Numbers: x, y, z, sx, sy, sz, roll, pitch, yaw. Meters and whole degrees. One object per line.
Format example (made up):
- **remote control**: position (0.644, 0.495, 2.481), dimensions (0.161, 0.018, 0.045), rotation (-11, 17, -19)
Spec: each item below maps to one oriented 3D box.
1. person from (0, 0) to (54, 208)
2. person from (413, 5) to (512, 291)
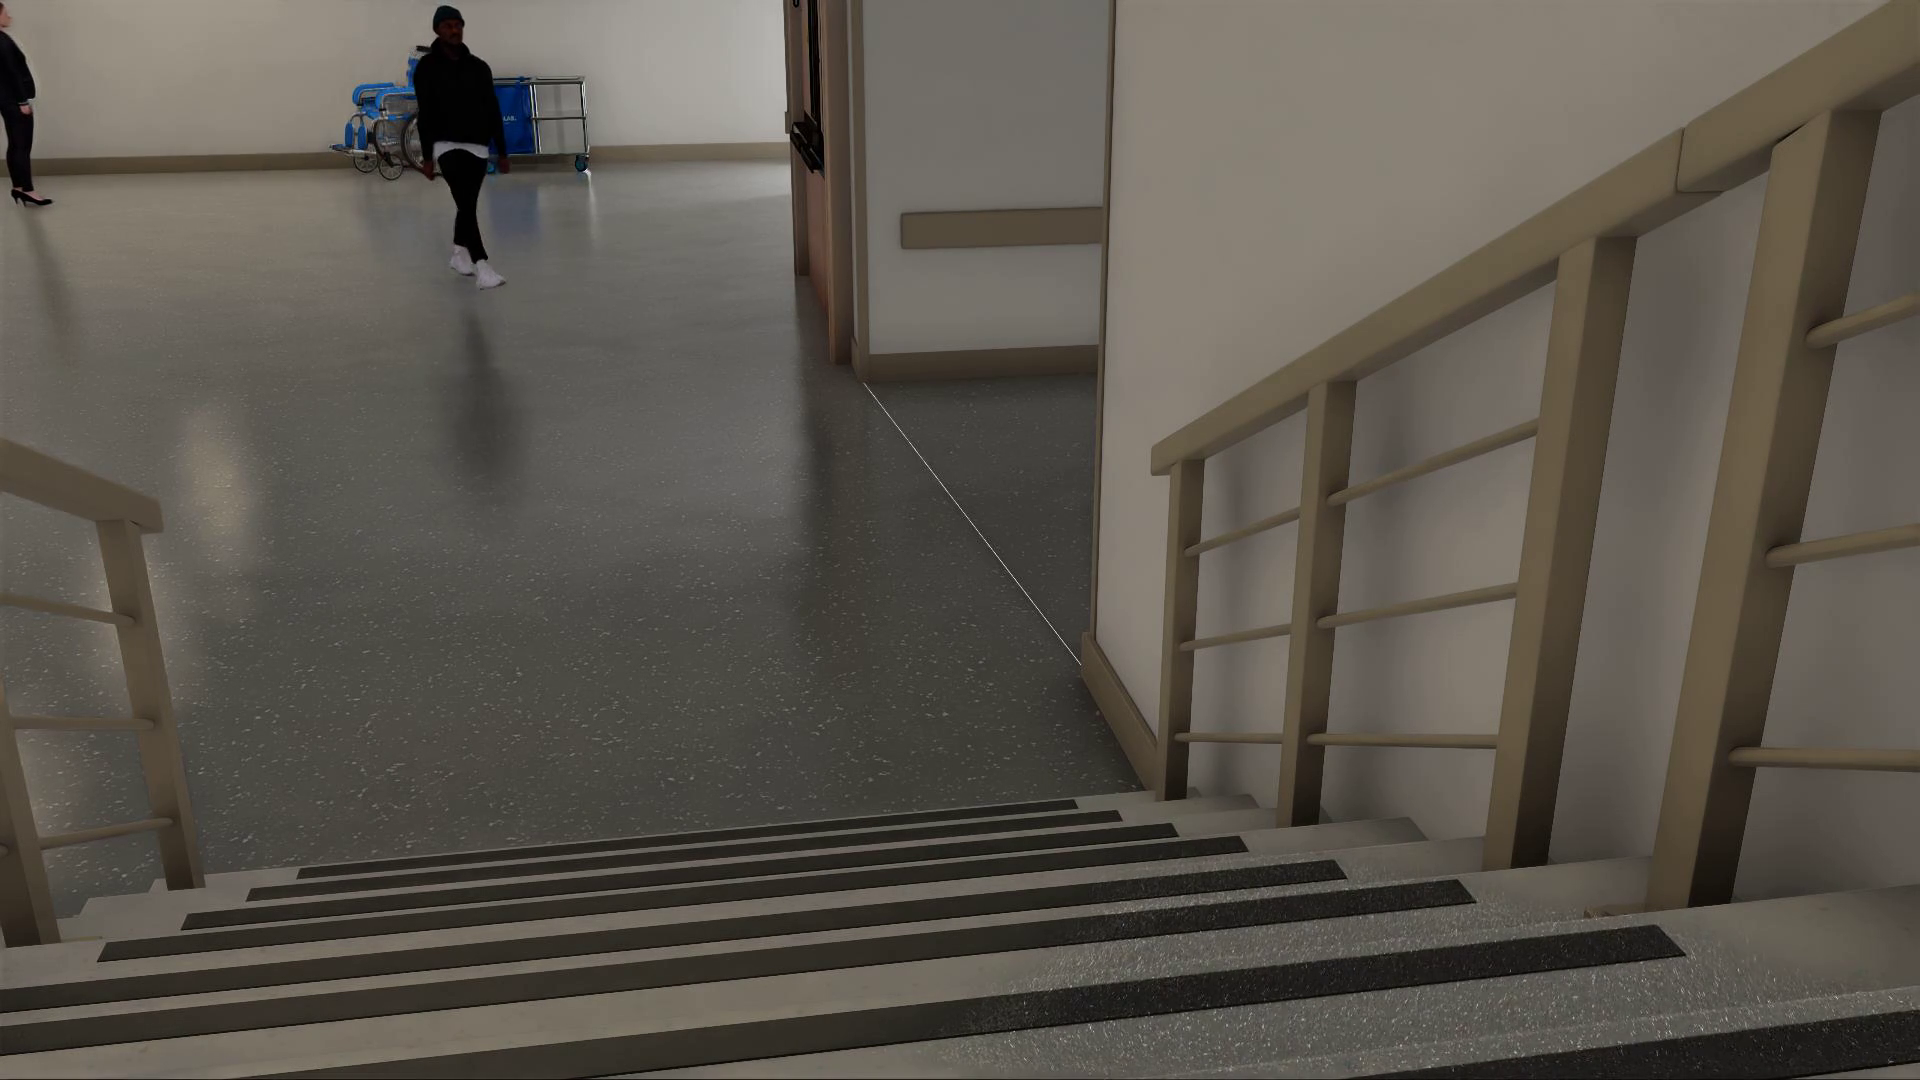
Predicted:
- **person**: position (-8.009, -3.682, 14.049), dimensions (0.686, 1.685, 0.775), rotation (19, 28, 41)
- **person**: position (-3.311, -2.559, 10.959), dimensions (1.082, 1.774, 1.305), rotation (-16, 26, -36)
